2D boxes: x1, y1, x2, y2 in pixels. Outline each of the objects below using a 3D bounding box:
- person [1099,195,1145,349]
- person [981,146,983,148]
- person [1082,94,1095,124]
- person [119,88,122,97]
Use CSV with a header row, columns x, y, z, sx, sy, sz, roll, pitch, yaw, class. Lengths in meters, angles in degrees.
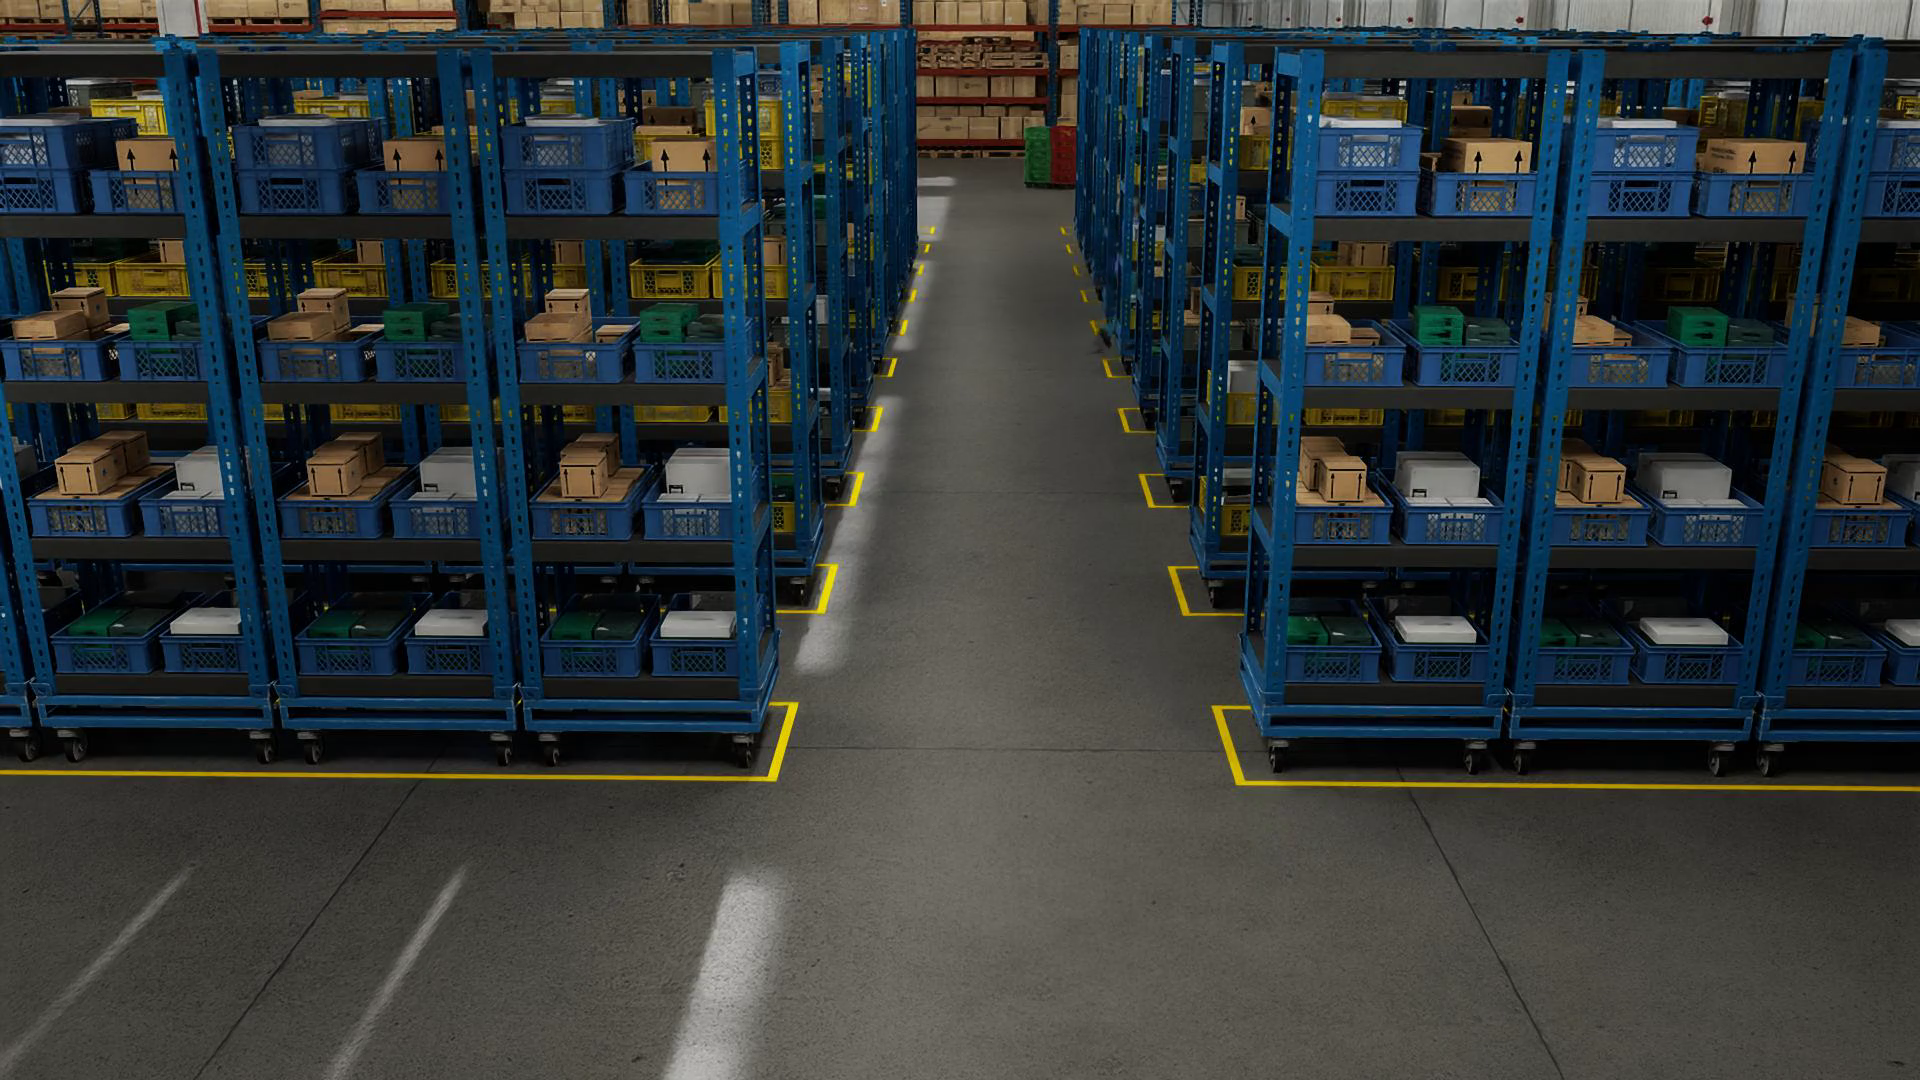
x,y,z,sx,sy,sz,roll,pitch,yaw,class
1.940,-3.058,19.136,0.607,1.816,0.637,-2,18,-7,person
0.881,-12.580,49.346,0.933,1.894,0.564,-5,18,-14,person
3.339,-10.492,42.556,0.609,1.986,0.408,-1,17,-5,person
-25.316,-12.793,49.983,0.651,1.920,0.501,9,20,27,person
